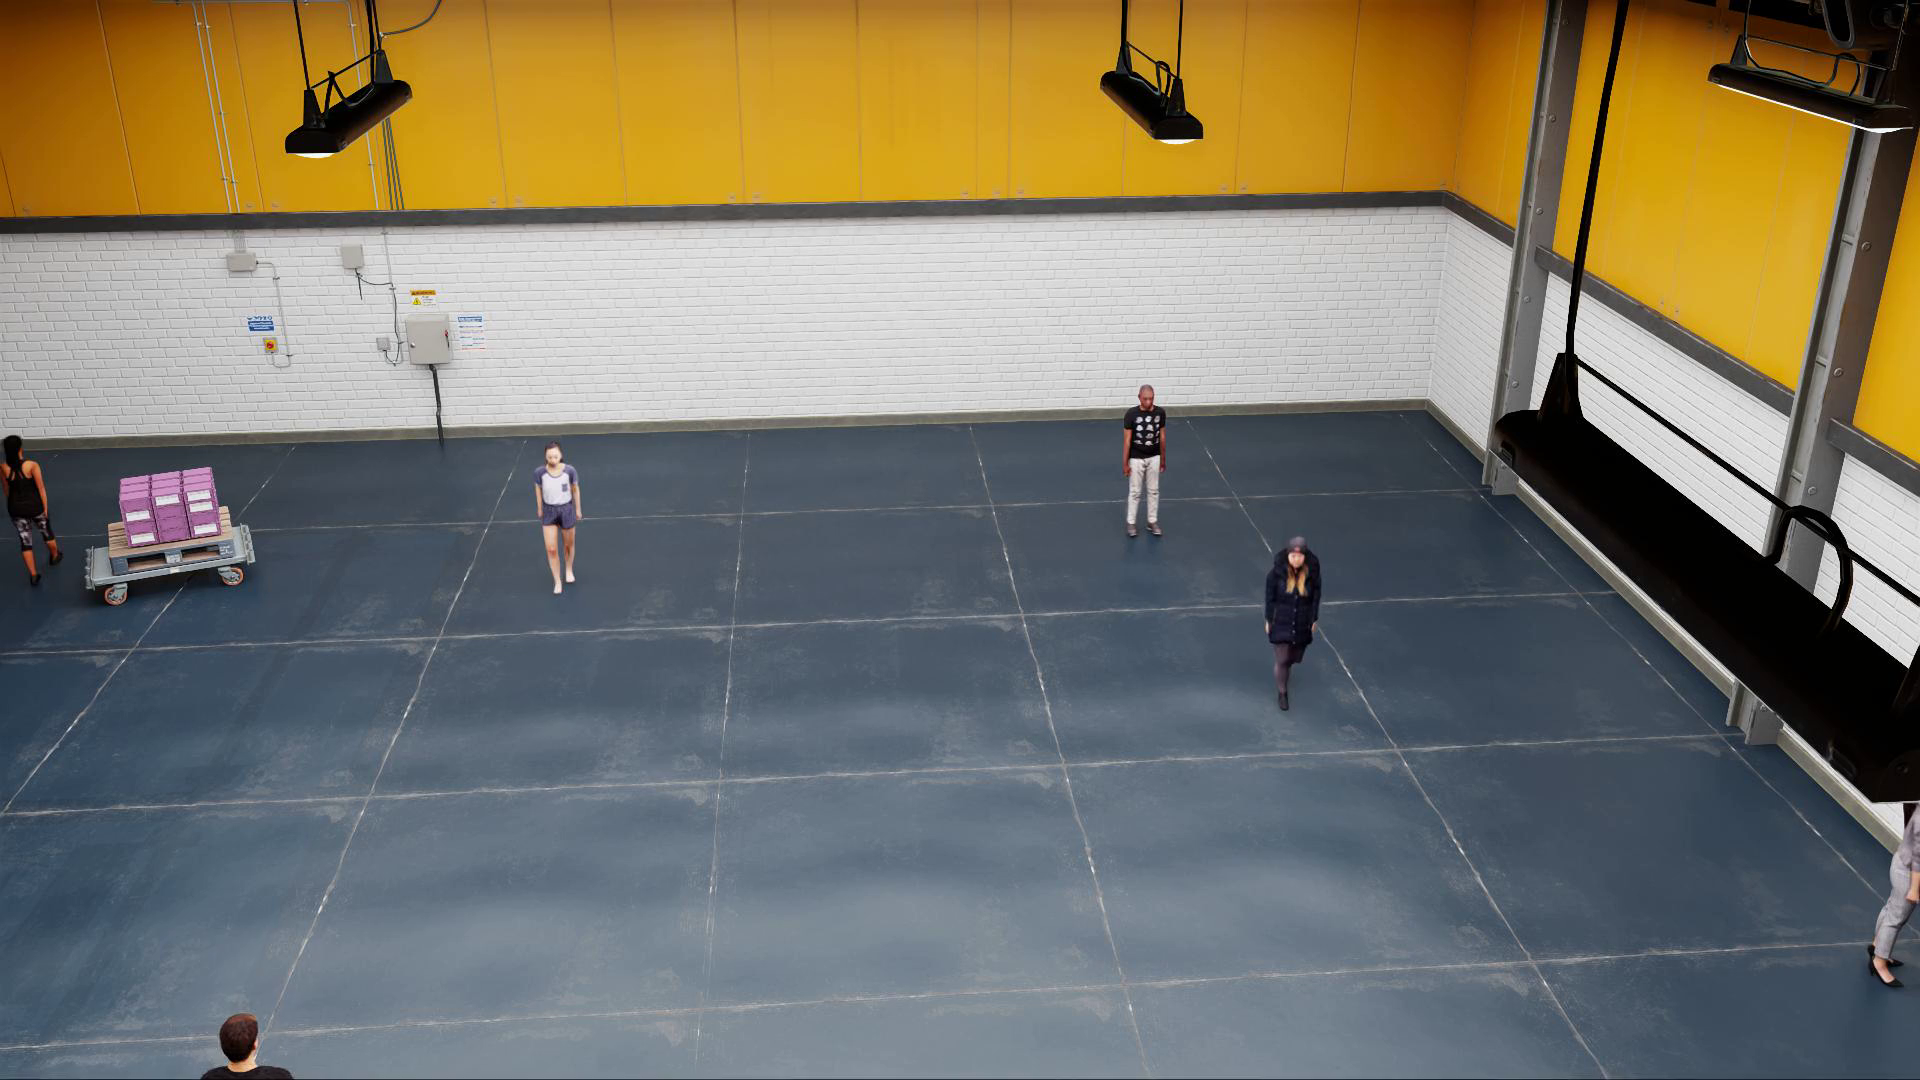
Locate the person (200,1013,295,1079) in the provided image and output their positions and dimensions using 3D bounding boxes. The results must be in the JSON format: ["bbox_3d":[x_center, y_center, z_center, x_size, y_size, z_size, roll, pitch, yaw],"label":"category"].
[{"bbox_3d":[-3.828,3.419,8.987,0.683,1.848,0.632,-1,24,-3],"label":"person"}]

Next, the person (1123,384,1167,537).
[{"bbox_3d":[2.102,-0.931,18.995,0.681,1.801,0.639,-5,24,-10],"label":"person"}]

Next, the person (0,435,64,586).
[{"bbox_3d":[-9.997,-0.305,17.775,0.682,1.632,1.000,-6,24,-13],"label":"person"}]

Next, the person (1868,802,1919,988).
[{"bbox_3d":[6.670,2.338,11.672,0.783,1.677,0.693,13,27,27],"label":"person"}]

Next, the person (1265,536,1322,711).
[{"bbox_3d":[3.051,0.725,15.381,0.749,1.662,0.959,2,24,4],"label":"person"}]

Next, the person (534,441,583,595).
[{"bbox_3d":[-4.278,-0.292,17.750,0.664,1.628,0.834,-6,24,-13],"label":"person"}]
